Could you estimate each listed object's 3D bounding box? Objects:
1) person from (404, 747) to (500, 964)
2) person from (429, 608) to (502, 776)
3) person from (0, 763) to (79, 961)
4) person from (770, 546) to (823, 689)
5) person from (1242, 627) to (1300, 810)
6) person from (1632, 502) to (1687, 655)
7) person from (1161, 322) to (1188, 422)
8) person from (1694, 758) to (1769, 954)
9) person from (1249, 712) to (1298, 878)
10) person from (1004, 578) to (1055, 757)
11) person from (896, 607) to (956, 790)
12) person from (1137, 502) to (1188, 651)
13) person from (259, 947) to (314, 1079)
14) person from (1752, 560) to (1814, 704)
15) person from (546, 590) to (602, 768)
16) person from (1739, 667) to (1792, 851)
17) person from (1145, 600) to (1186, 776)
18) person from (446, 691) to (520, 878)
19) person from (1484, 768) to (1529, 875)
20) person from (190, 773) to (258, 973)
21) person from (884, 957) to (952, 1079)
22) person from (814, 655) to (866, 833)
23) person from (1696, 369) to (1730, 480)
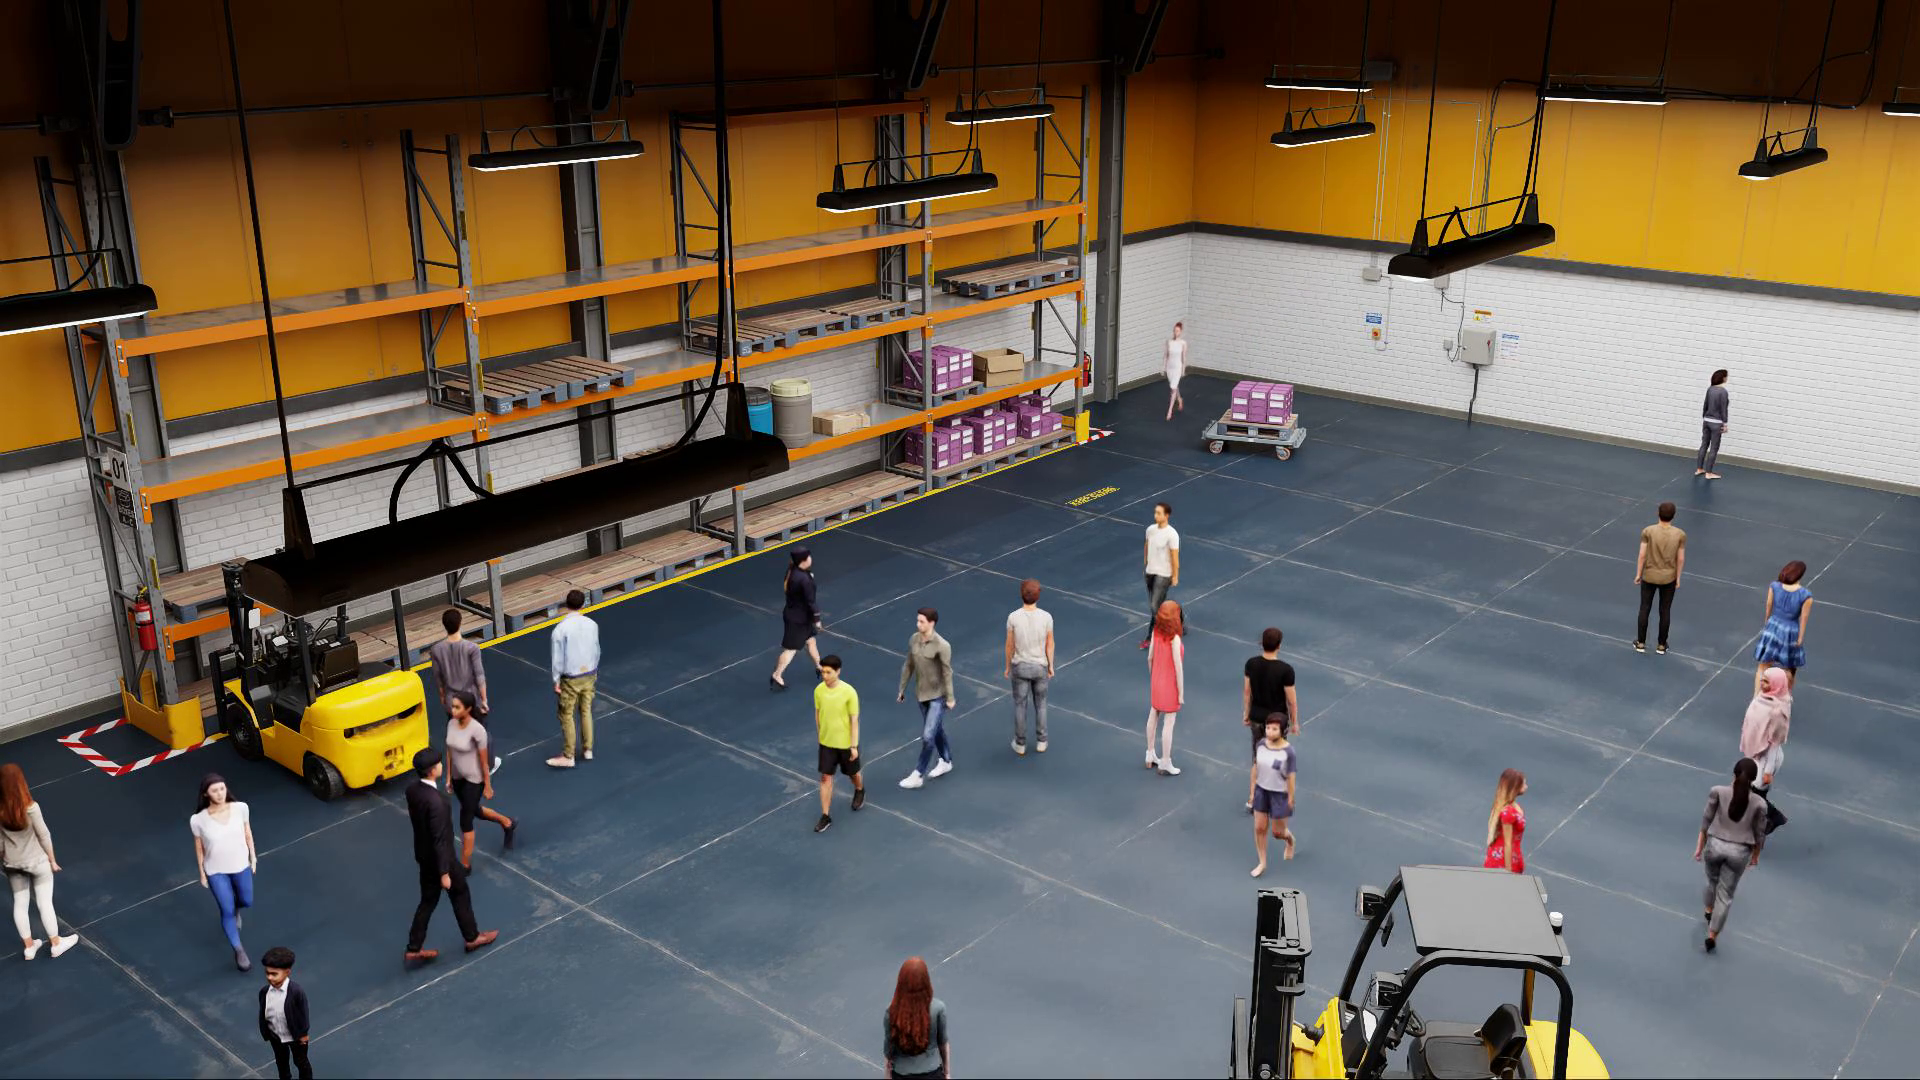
[{"bbox_3d":[-4.288,2.565,13.365,1.056,1.854,0.800,-17,25,-40],"label":"person"},{"bbox_3d":[-4.886,1.610,16.244,0.991,1.825,1.069,1,19,3],"label":"person"},{"bbox_3d":[-7.563,2.604,13.469,0.697,1.713,0.744,0,19,-1],"label":"person"},{"bbox_3d":[-1.866,0.909,18.633,1.189,1.629,0.988,-9,21,-24],"label":"person"},{"bbox_3d":[2.917,1.713,15.888,0.743,1.858,0.801,13,22,33],"label":"person"},{"bbox_3d":[8.271,0.437,19.687,0.726,1.851,0.680,8,20,21],"label":"person"},{"bbox_3d":[3.938,-3.074,30.272,0.670,1.749,1.140,11,22,30],"label":"person"},{"bbox_3d":[6.237,2.609,13.570,0.709,1.639,0.948,10,21,28],"label":"person"},{"bbox_3d":[2.816,2.235,14.823,0.558,1.549,0.720,15,24,38],"label":"person"},{"bbox_3d":[0.712,1.298,17.057,0.748,1.898,0.802,-1,19,-4],"label":"person"},{"bbox_3d":[-0.205,1.517,16.509,1.041,1.833,0.804,-17,25,-41],"label":"person"},{"bbox_3d":[2.465,0.399,19.915,1.159,1.778,0.810,-14,23,-35],"label":"person"},{"bbox_3d":[-4.765,3.433,11.769,0.581,1.226,0.612,3,19,8],"label":"person"},{"bbox_3d":[8.776,1.106,17.846,0.647,1.759,1.128,17,25,40],"label":"person"},{"bbox_3d":[-3.909,1.412,16.894,0.928,1.785,0.506,11,21,29],"label":"person"},{"bbox_3d":[7.400,1.999,15.138,0.915,1.795,0.864,0,19,1],"label":"person"},{"bbox_3d":[2.049,1.468,16.665,0.625,1.826,0.667,-11,22,-30],"label":"person"},{"bbox_3d":[-4.317,2.132,14.857,0.661,1.721,1.114,13,22,33],"label":"person"},{"bbox_3d":[4.448,2.602,13.664,0.721,1.592,0.624,3,19,10],"label":"person"},{"bbox_3d":[-5.938,2.642,13.428,0.917,1.668,0.771,-14,23,-36],"label":"person"},{"bbox_3d":[-0.268,3.524,10.715,0.936,1.727,1.030,0,19,-1],"label":"person"},{"bbox_3d":[-1.114,1.860,15.735,0.913,1.676,1.177,6,19,17],"label":"person"},{"bbox_3d":[12.106,-1.887,26.716,0.732,1.770,0.718,-8,20,-22],"label":"person"}]
